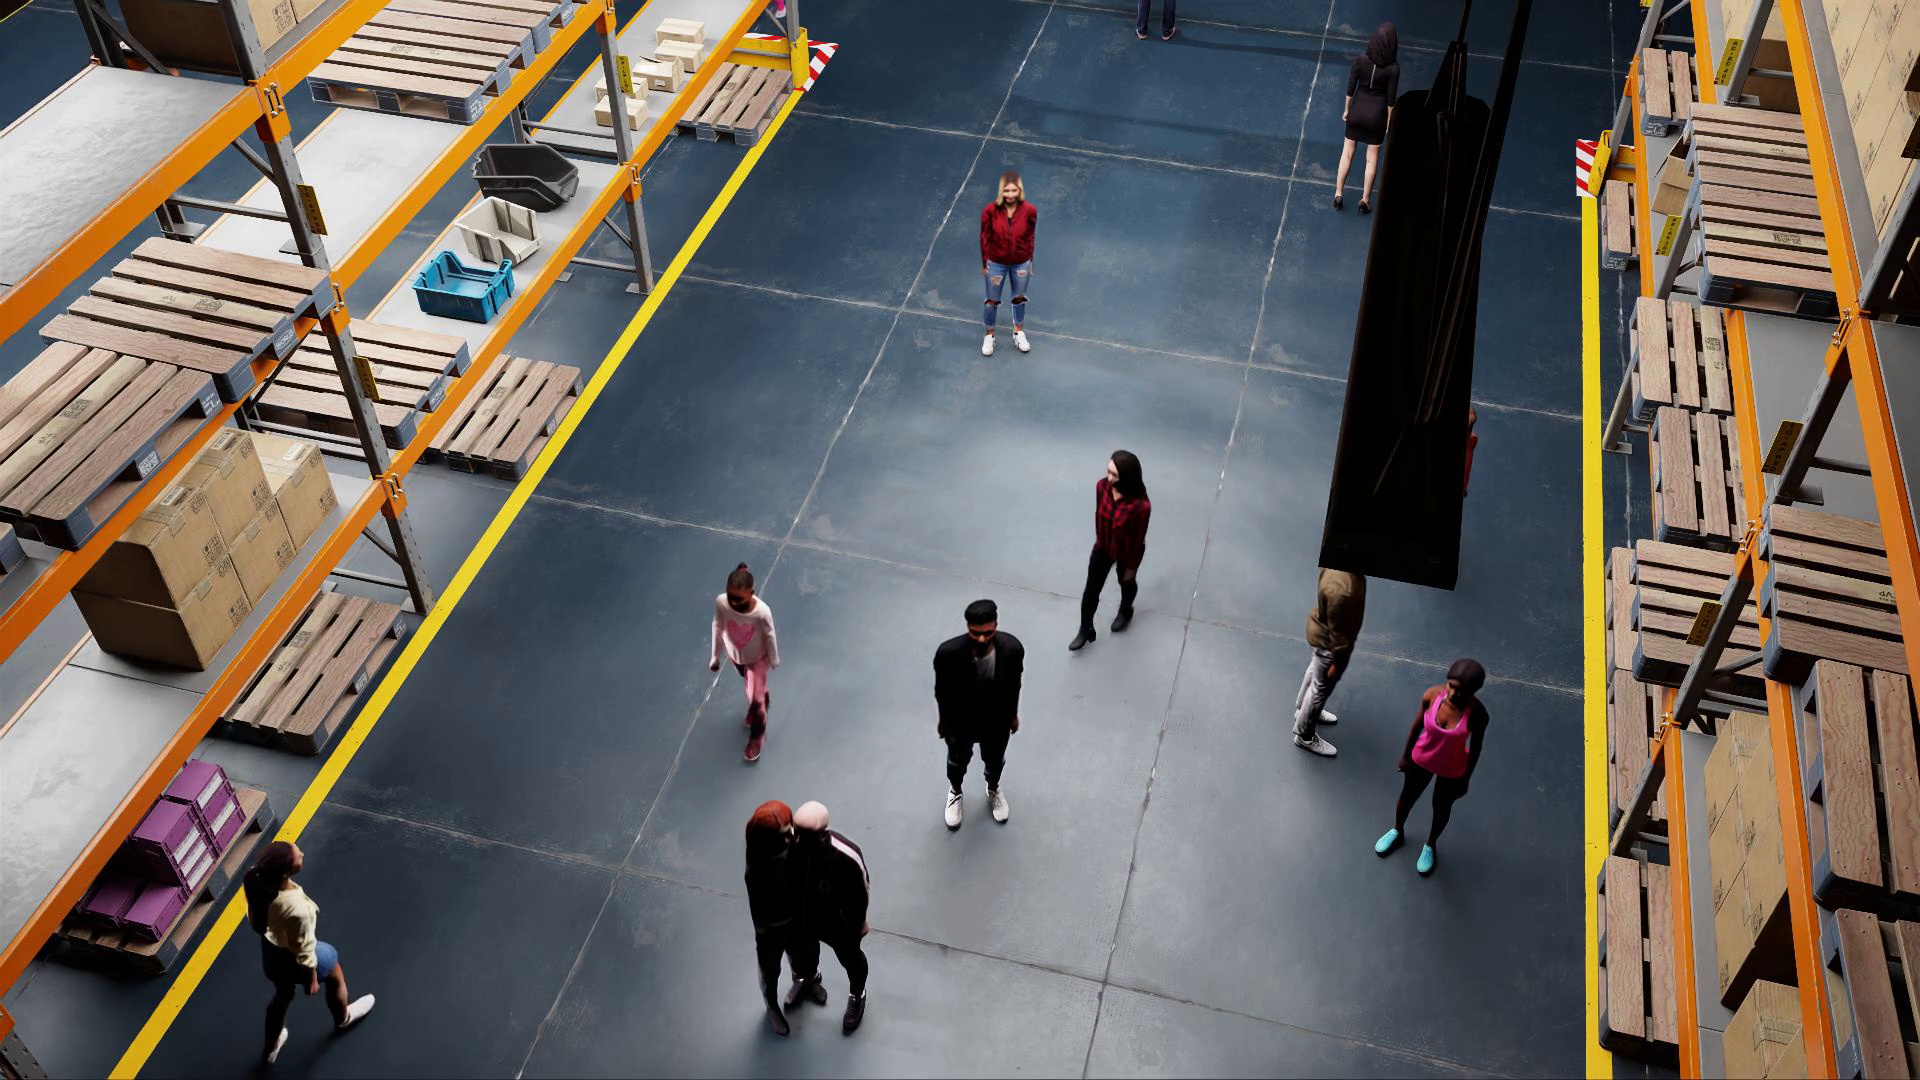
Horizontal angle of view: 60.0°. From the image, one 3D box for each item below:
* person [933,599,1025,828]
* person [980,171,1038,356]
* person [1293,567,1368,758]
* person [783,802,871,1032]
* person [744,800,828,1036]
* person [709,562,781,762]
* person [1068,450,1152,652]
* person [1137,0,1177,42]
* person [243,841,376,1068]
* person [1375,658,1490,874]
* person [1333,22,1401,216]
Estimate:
[{"bbox_3d":[0.110,1.000,9.887,0.774,1.814,0.745,-5,44,-6],"label":"person"},{"bbox_3d":[0.386,-2.244,13.422,0.676,1.635,0.665,-6,44,-6],"label":"person"},{"bbox_3d":[2.313,0.593,10.306,0.797,1.825,0.508,8,44,8],"label":"person"},{"bbox_3d":[-0.719,1.968,8.855,0.716,1.834,0.620,17,46,17],"label":"person"},{"bbox_3d":[-0.944,1.980,8.884,0.602,1.779,0.716,-34,53,-31],"label":"person"},{"bbox_3d":[-1.320,0.652,10.531,0.618,1.429,0.787,18,47,18],"label":"person"},{"bbox_3d":[1.118,0.004,11.061,0.766,1.638,0.913,27,50,26],"label":"person"},{"bbox_3d":[2.093,-6.122,17.334,0.697,1.853,0.606,6,44,6],"label":"person"},{"bbox_3d":[-3.569,2.211,8.772,0.819,1.599,0.970,23,48,23],"label":"person"},{"bbox_3d":[2.781,1.291,9.647,0.639,1.723,0.644,25,49,24],"label":"person"},{"bbox_3d":[3.637,-3.753,14.884,0.645,1.803,0.572,20,47,20],"label":"person"}]
